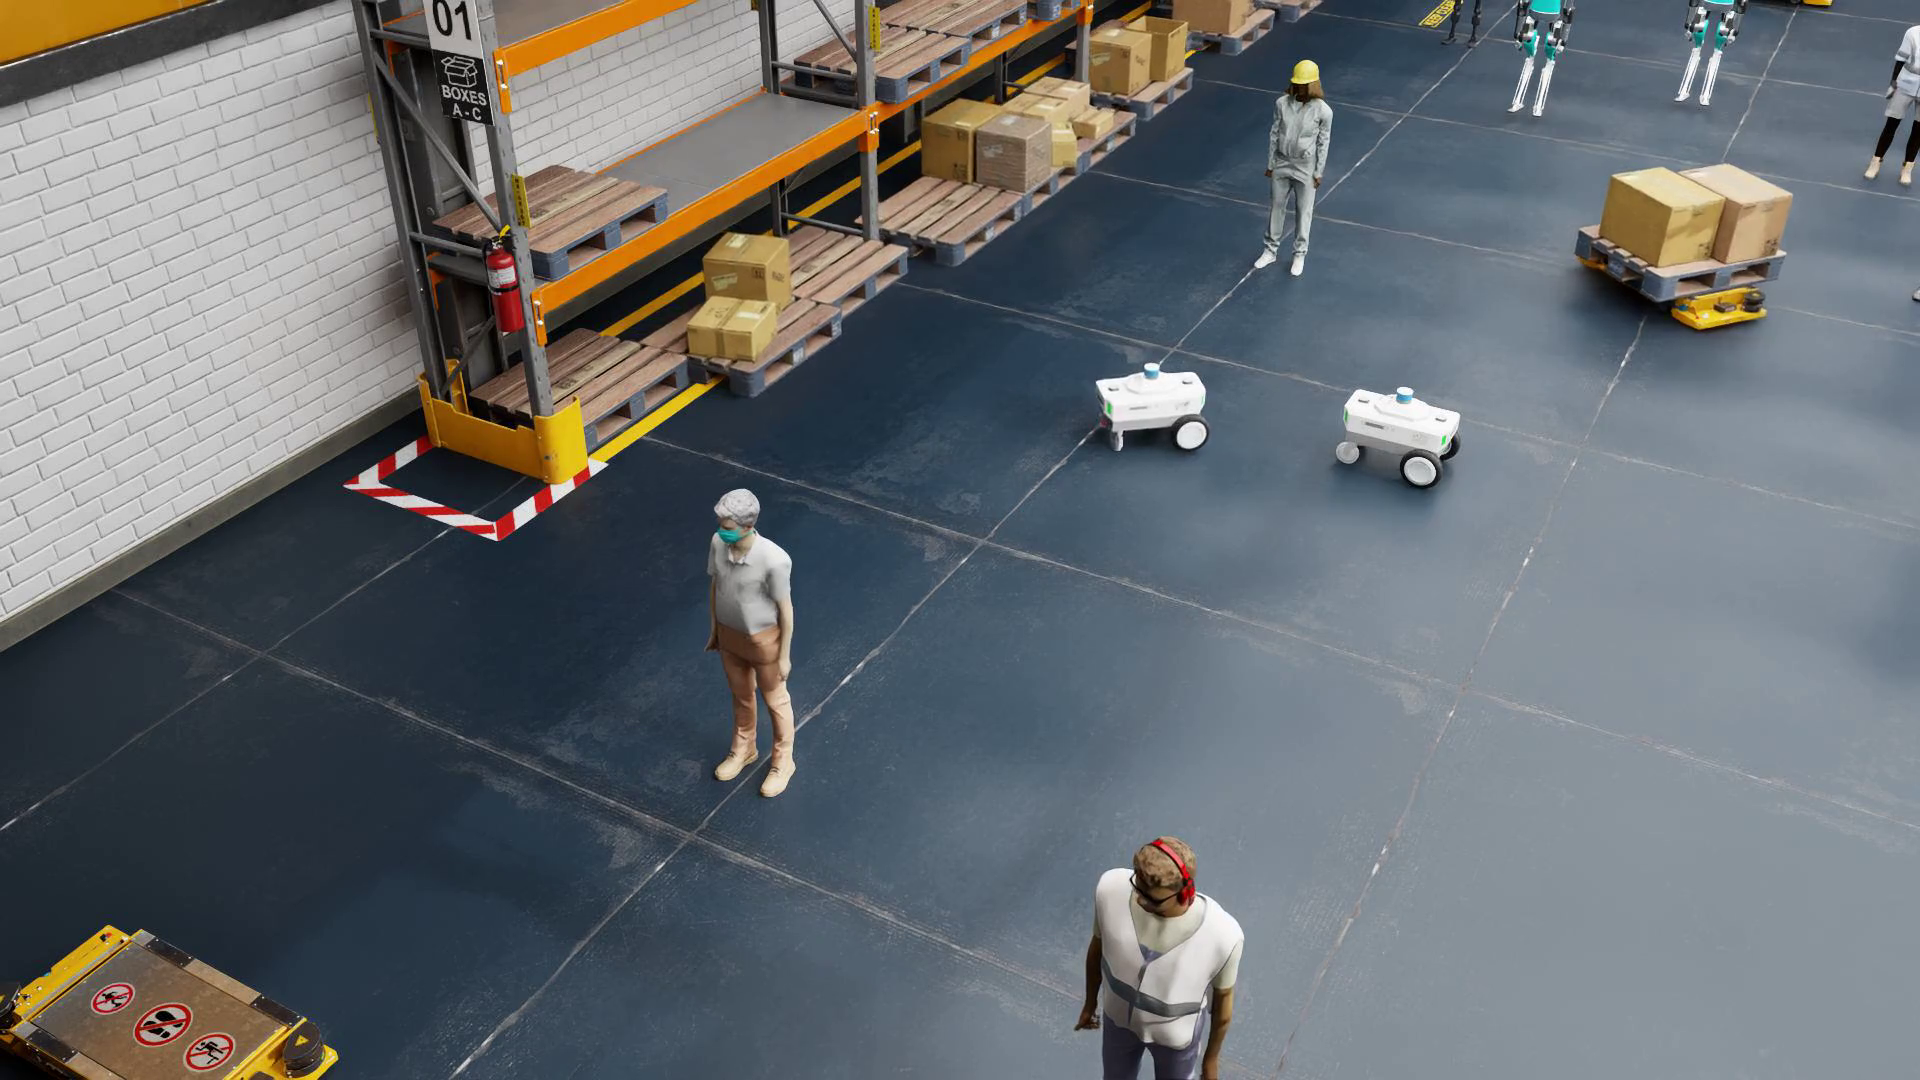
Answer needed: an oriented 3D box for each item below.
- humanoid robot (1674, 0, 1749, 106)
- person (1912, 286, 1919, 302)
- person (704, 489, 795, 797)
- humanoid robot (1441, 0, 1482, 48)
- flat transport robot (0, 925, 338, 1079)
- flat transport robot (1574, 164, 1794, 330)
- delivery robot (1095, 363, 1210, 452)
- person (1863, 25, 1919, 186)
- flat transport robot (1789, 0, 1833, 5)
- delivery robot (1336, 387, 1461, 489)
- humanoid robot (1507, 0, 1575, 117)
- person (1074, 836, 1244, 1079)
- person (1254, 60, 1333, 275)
[{"bbox_3d":[7.542,-5.207,16.578,0.533,1.673,0.735,17,37,24],"label":"humanoid robot"},{"bbox_3d":[7.875,-2.685,12.788,0.563,1.837,0.389,18,37,25],"label":"person"},{"bbox_3d":[-1.018,0.488,8.076,0.481,1.740,0.320,18,37,25],"label":"person"},{"bbox_3d":[5.701,-6.304,18.396,0.599,1.657,0.315,17,37,24],"label":"humanoid robot"},{"bbox_3d":[-3.387,2.085,6.994,1.431,0.231,0.659,17,37,24],"label":"flat transport robot"},{"bbox_3d":[5.691,-2.093,13.314,0.659,0.231,1.431,-12,35,-17],"label":"flat transport robot"},{"bbox_3d":[1.315,-0.911,11.284,0.785,0.614,0.524,-6,34,-9],"label":"delivery robot"},{"bbox_3d":[8.628,-4.046,14.972,0.529,1.697,0.321,18,37,25],"label":"person"},{"bbox_3d":[10.008,-6.838,20.494,1.431,0.231,0.659,17,37,24],"label":"flat transport robot"},{"bbox_3d":[2.899,-0.734,10.973,0.739,0.566,0.499,17,37,24],"label":"delivery robot"},{"bbox_3d":[5.748,-5.029,16.305,0.533,1.677,0.735,17,37,24],"label":"humanoid robot"},{"bbox_3d":[0.712,1.756,6.069,0.563,1.838,0.389,18,37,25],"label":"person"},{"bbox_3d":[2.679,-2.977,13.314,0.483,1.744,0.299,18,37,25],"label":"person"}]
